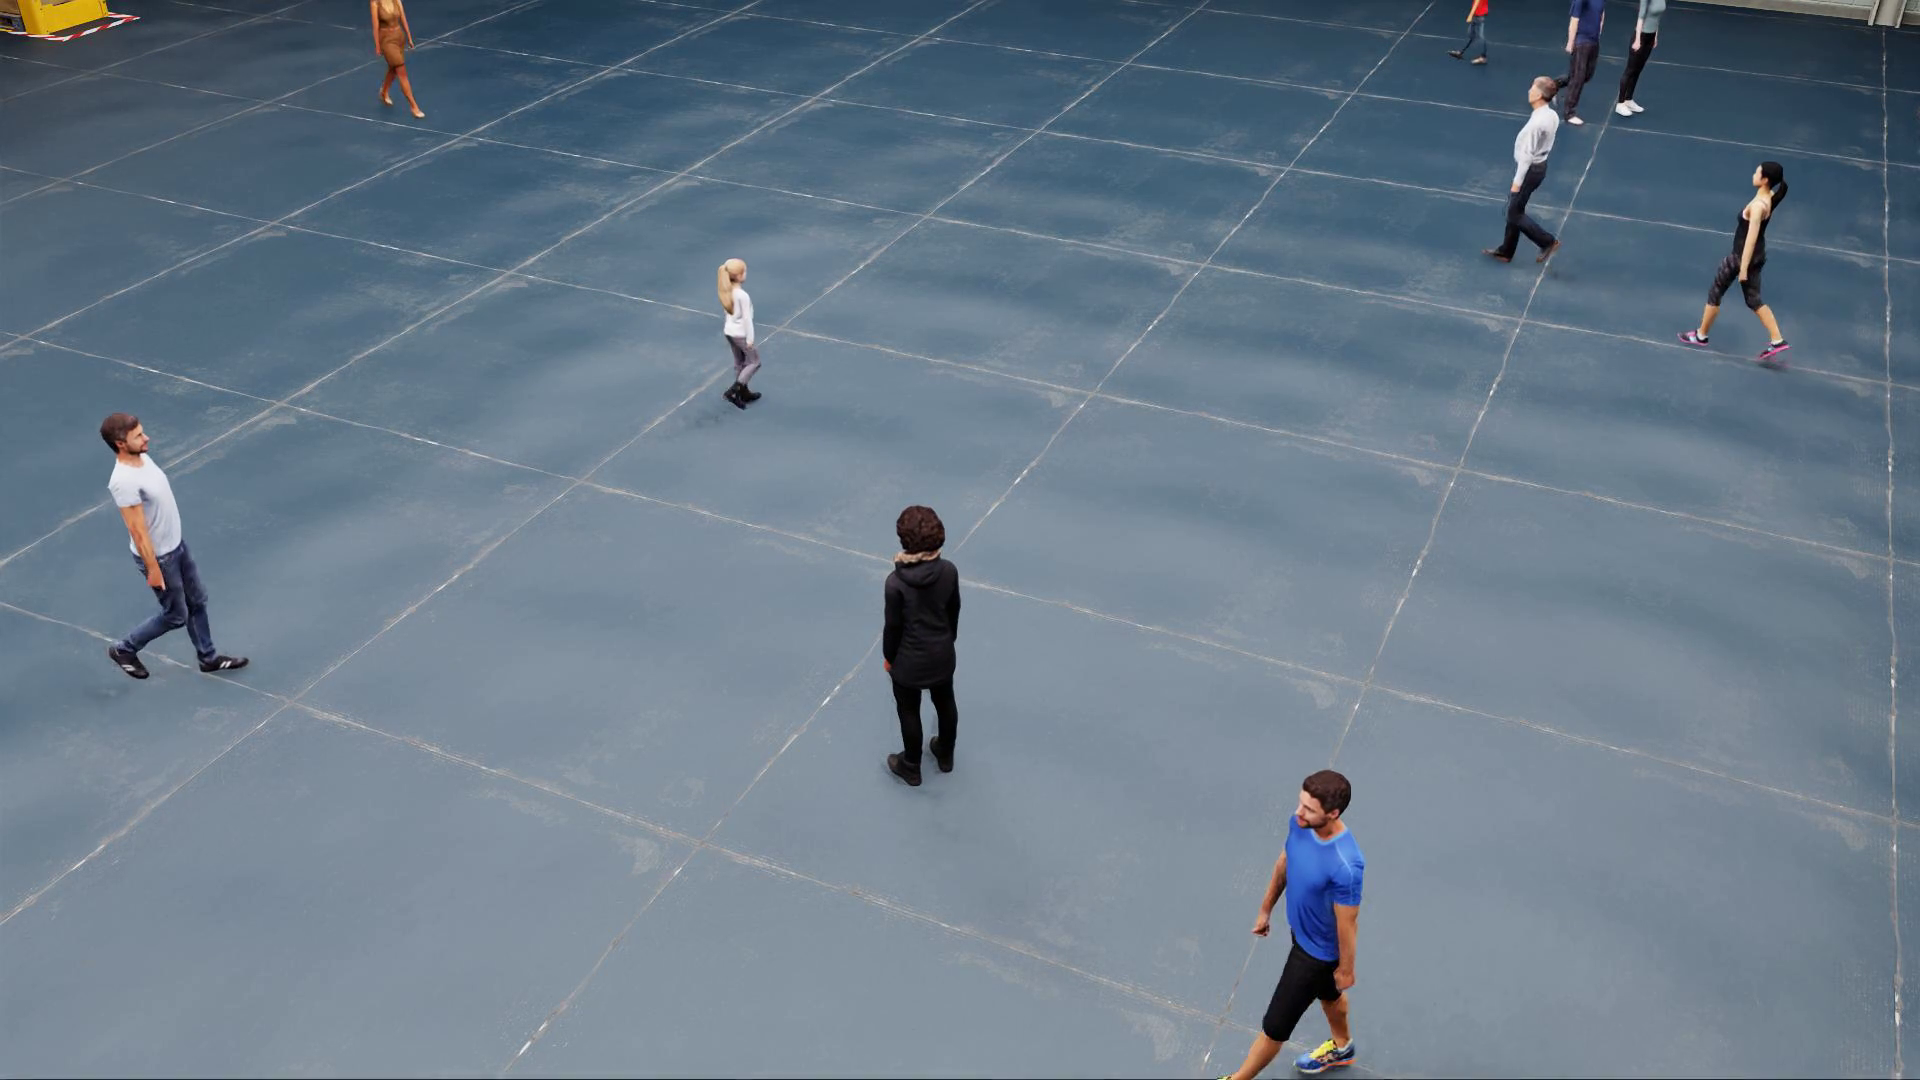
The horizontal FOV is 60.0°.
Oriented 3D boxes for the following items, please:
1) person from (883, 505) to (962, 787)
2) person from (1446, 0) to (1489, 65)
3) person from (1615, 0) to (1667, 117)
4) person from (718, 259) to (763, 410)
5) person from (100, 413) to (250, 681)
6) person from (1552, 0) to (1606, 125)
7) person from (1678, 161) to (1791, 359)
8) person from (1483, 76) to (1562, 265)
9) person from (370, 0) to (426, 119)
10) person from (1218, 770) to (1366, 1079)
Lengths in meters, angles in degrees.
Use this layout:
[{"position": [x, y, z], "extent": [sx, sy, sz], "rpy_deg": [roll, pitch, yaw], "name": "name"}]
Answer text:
[{"position": [-0.206, 0.604, 9.265], "extent": [0.727, 1.778, 0.765], "rpy_deg": [-16, 35, -23], "name": "person"}, {"position": [6.753, -6.770, 21.405], "extent": [0.752, 1.296, 0.500], "rpy_deg": [14, 35, 21], "name": "person"}, {"position": [8.070, -5.906, 19.619], "extent": [0.666, 1.742, 0.672], "rpy_deg": [-21, 38, -30], "name": "person"}, {"position": [-1.814, -1.628, 13.280], "extent": [0.665, 1.270, 0.650], "rpy_deg": [-26, 41, -35], "name": "person"}, {"position": [-4.910, 0.085, 10.022], "extent": [1.093, 1.848, 0.974], "rpy_deg": [-7, 33, -11], "name": "person"}, {"position": [7.205, -5.831, 19.401], "extent": [0.942, 1.849, 1.064], "rpy_deg": [-18, 37, -26], "name": "person"}, {"position": [6.706, -2.312, 13.969], "extent": [1.191, 1.692, 0.826], "rpy_deg": [27, 41, 36], "name": "person"}, {"position": [5.404, -3.425, 15.623], "extent": [0.972, 1.808, 0.712], "rpy_deg": [18, 36, 26], "name": "person"}, {"position": [-6.729, -5.826, 19.581], "extent": [1.126, 1.647, 0.679], "rpy_deg": [20, 37, 28], "name": "person"}, {"position": [1.662, 1.752, 7.398], "extent": [1.203, 1.829, 1.107], "rpy_deg": [-9, 33, -14], "name": "person"}]
